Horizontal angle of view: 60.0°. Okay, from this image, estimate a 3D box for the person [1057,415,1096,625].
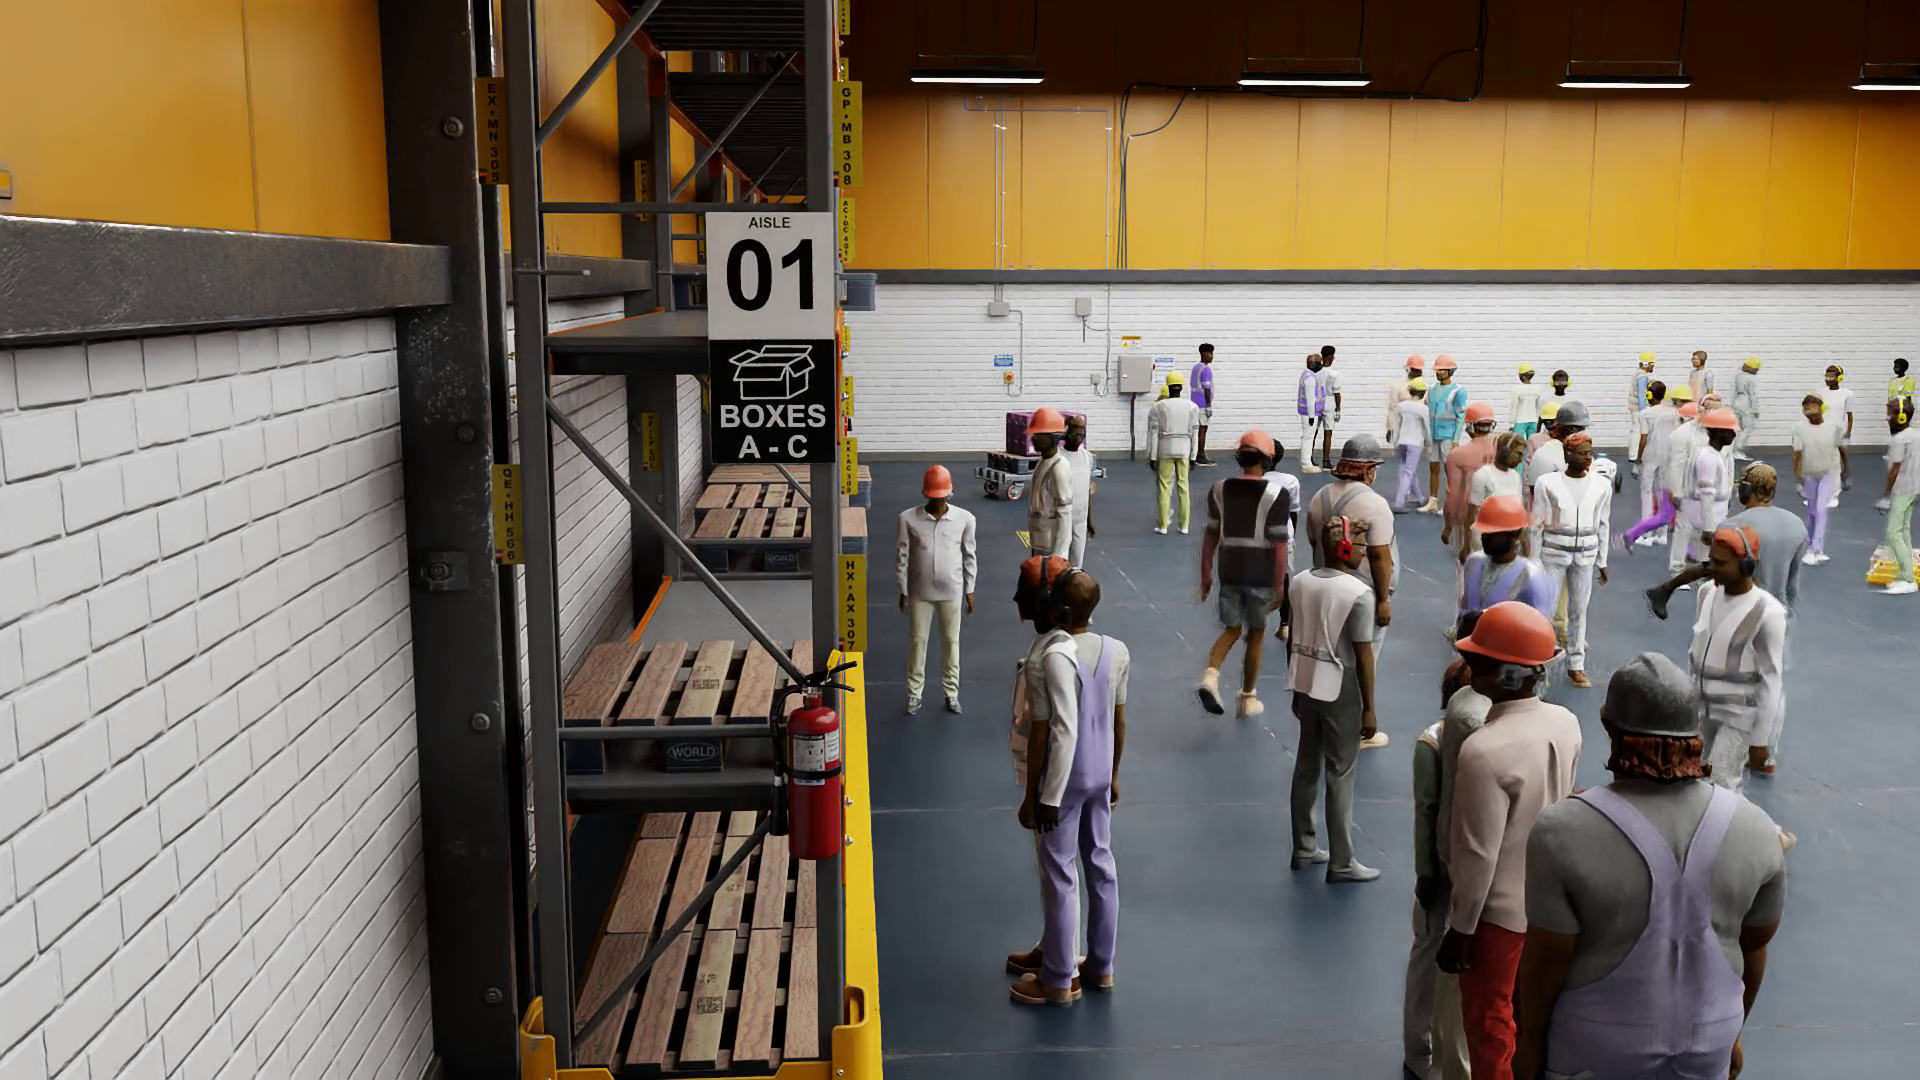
[{"bbox_3d":[0.948,-0.159,14.349,0.504,1.839,0.344,-6,11,-34],"label":"person"}]

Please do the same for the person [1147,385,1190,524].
[{"bbox_3d":[2.582,-1.061,20.436,0.501,1.706,0.843,5,10,29],"label":"person"}]

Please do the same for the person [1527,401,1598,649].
[{"bbox_3d":[4.887,-0.101,13.353,0.673,2.000,0.536,-7,11,-37],"label":"person"}]

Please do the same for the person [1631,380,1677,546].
[{"bbox_3d":[7.785,-0.862,18.684,0.535,1.864,0.309,-3,10,-19],"label":"person"}]

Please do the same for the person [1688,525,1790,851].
[{"bbox_3d":[3.724,0.843,7.954,0.560,1.868,0.586,-1,9,-9],"label":"person"}]

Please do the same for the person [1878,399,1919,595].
[{"bbox_3d":[9.027,-0.408,15.887,0.656,1.852,0.445,-8,12,-42],"label":"person"}]

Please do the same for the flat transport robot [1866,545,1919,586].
[{"bbox_3d":[9.525,0.252,16.670,0.652,0.197,1.431,6,11,33],"label":"flat transport robot"}]

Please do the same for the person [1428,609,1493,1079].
[{"bbox_3d":[1.878,1.159,5.963,0.329,1.877,0.507,2,9,10],"label":"person"}]

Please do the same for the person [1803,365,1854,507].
[{"bbox_3d":[11.407,-1.359,21.802,0.309,1.865,0.534,-7,12,-39],"label":"person"}]

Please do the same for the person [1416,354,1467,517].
[{"bbox_3d":[6.077,-1.318,20.984,0.370,2.044,0.608,-6,11,-33],"label":"person"}]

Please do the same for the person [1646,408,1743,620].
[{"bbox_3d":[6.343,-0.179,14.236,0.656,1.916,0.560,6,11,33],"label":"person"}]

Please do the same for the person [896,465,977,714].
[{"bbox_3d":[-0.161,0.342,11.497,0.564,1.741,0.350,0,9,-2],"label":"person"}]

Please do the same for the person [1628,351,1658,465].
[{"bbox_3d":[10.942,-2.115,26.699,0.405,1.824,0.585,3,9,16],"label":"person"}]

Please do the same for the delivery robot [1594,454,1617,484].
[{"bbox_3d":[8.904,-0.956,23.076,0.477,0.478,0.707,4,10,26],"label":"delivery robot"}]

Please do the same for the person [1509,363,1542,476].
[{"bbox_3d":[8.246,-1.704,24.302,0.523,1.760,0.334,-3,9,-16],"label":"person"}]

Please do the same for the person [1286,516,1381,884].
[{"bbox_3d":[1.850,0.796,8.348,0.394,1.839,0.563,-5,10,-29],"label":"person"}]

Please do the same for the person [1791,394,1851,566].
[{"bbox_3d":[9.025,-0.636,17.481,0.548,1.804,0.832,6,11,35],"label":"person"}]

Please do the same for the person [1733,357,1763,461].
[{"bbox_3d":[12.847,-2.149,27.246,0.460,1.713,0.612,-2,9,-10],"label":"person"}]

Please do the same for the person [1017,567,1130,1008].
[{"bbox_3d":[0.464,1.020,6.926,0.508,1.847,0.345,-6,11,-34],"label":"person"}]

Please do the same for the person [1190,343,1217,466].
[{"bbox_3d":[3.871,-2.165,26.553,0.374,1.963,0.607,-2,9,-13],"label":"person"}]

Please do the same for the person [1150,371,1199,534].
[{"bbox_3d":[2.505,-1.020,19.523,0.582,1.919,0.397,-2,9,-11],"label":"person"}]

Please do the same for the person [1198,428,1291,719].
[{"bbox_3d":[1.919,0.246,11.307,0.615,2.009,0.685,7,11,36],"label":"person"}]

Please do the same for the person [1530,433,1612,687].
[{"bbox_3d":[4.486,0.152,12.251,0.573,1.884,0.353,1,9,3],"label":"person"}]

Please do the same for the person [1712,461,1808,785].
[{"bbox_3d":[4.713,0.494,9.934,0.627,1.940,0.372,-3,10,-20],"label":"person"}]

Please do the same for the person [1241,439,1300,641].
[{"bbox_3d":[2.552,0.004,13.763,0.531,1.697,0.320,-2,9,-14],"label":"person"}]

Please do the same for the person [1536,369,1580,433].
[{"bbox_3d":[7.453,-1.198,20.782,0.532,1.868,0.310,2,9,13],"label":"person"}]

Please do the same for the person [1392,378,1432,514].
[{"bbox_3d":[5.852,-1.209,21.292,0.847,1.723,0.540,-6,11,-32],"label":"person"}]

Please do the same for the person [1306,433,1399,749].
[{"bbox_3d":[2.576,0.310,10.770,0.535,2.000,0.680,-5,10,-27],"label":"person"}]

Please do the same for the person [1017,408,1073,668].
[{"bbox_3d":[0.647,0.021,12.577,0.376,2.042,0.615,-2,9,-13],"label":"person"}]

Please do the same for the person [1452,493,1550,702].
[{"bbox_3d":[2.903,0.685,8.808,0.743,1.915,0.545,-4,10,-22],"label":"person"}]

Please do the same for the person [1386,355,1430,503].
[{"bbox_3d":[6.076,-1.497,22.378,0.642,1.964,0.731,-3,10,-19],"label":"person"}]

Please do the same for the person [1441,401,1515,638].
[{"bbox_3d":[4.292,-0.154,13.822,0.614,1.994,0.395,-1,9,-8],"label":"person"}]

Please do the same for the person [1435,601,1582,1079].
[{"bbox_3d":[1.773,1.181,5.441,0.608,1.997,0.375,-9,12,-43],"label":"person"}]

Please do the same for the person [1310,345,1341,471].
[{"bbox_3d":[5.670,-2.059,25.923,0.379,1.958,0.606,-9,13,-44],"label":"person"}]

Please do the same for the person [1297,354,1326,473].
[{"bbox_3d":[5.406,-1.947,25.606,0.429,1.838,0.633,1,9,8],"label":"person"}]

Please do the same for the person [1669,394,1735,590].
[{"bbox_3d":[7.173,-0.458,16.054,0.646,1.901,0.401,-1,9,-9],"label":"person"}]

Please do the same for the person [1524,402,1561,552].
[{"bbox_3d":[5.953,-0.513,16.794,0.528,1.767,0.330,6,11,35],"label":"person"}]

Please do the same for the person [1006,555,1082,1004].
[{"bbox_3d":[0.371,0.992,6.977,0.340,1.882,0.585,0,9,0],"label":"person"}]

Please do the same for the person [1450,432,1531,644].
[{"bbox_3d":[4.228,0.056,13.101,0.562,1.810,0.444,-7,12,-38],"label":"person"}]

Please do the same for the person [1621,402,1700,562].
[{"bbox_3d":[7.503,-0.617,17.608,0.783,1.721,0.577,6,11,32],"label":"person"}]

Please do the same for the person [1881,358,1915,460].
[{"bbox_3d":[15.329,-2.123,27.150,0.322,1.689,0.530,-2,9,-10],"label":"person"}]

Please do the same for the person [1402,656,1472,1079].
[{"bbox_3d":[1.885,1.230,6.268,0.529,1.635,0.315,-7,11,-37],"label":"person"}]

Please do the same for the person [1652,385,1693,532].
[{"bbox_3d":[8.417,-0.958,19.603,0.540,1.755,0.459,-2,9,-12],"label":"person"}]

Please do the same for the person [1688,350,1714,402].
[{"bbox_3d":[11.755,-2.098,26.501,0.326,1.843,0.515,-2,9,-14],"label":"person"}]
